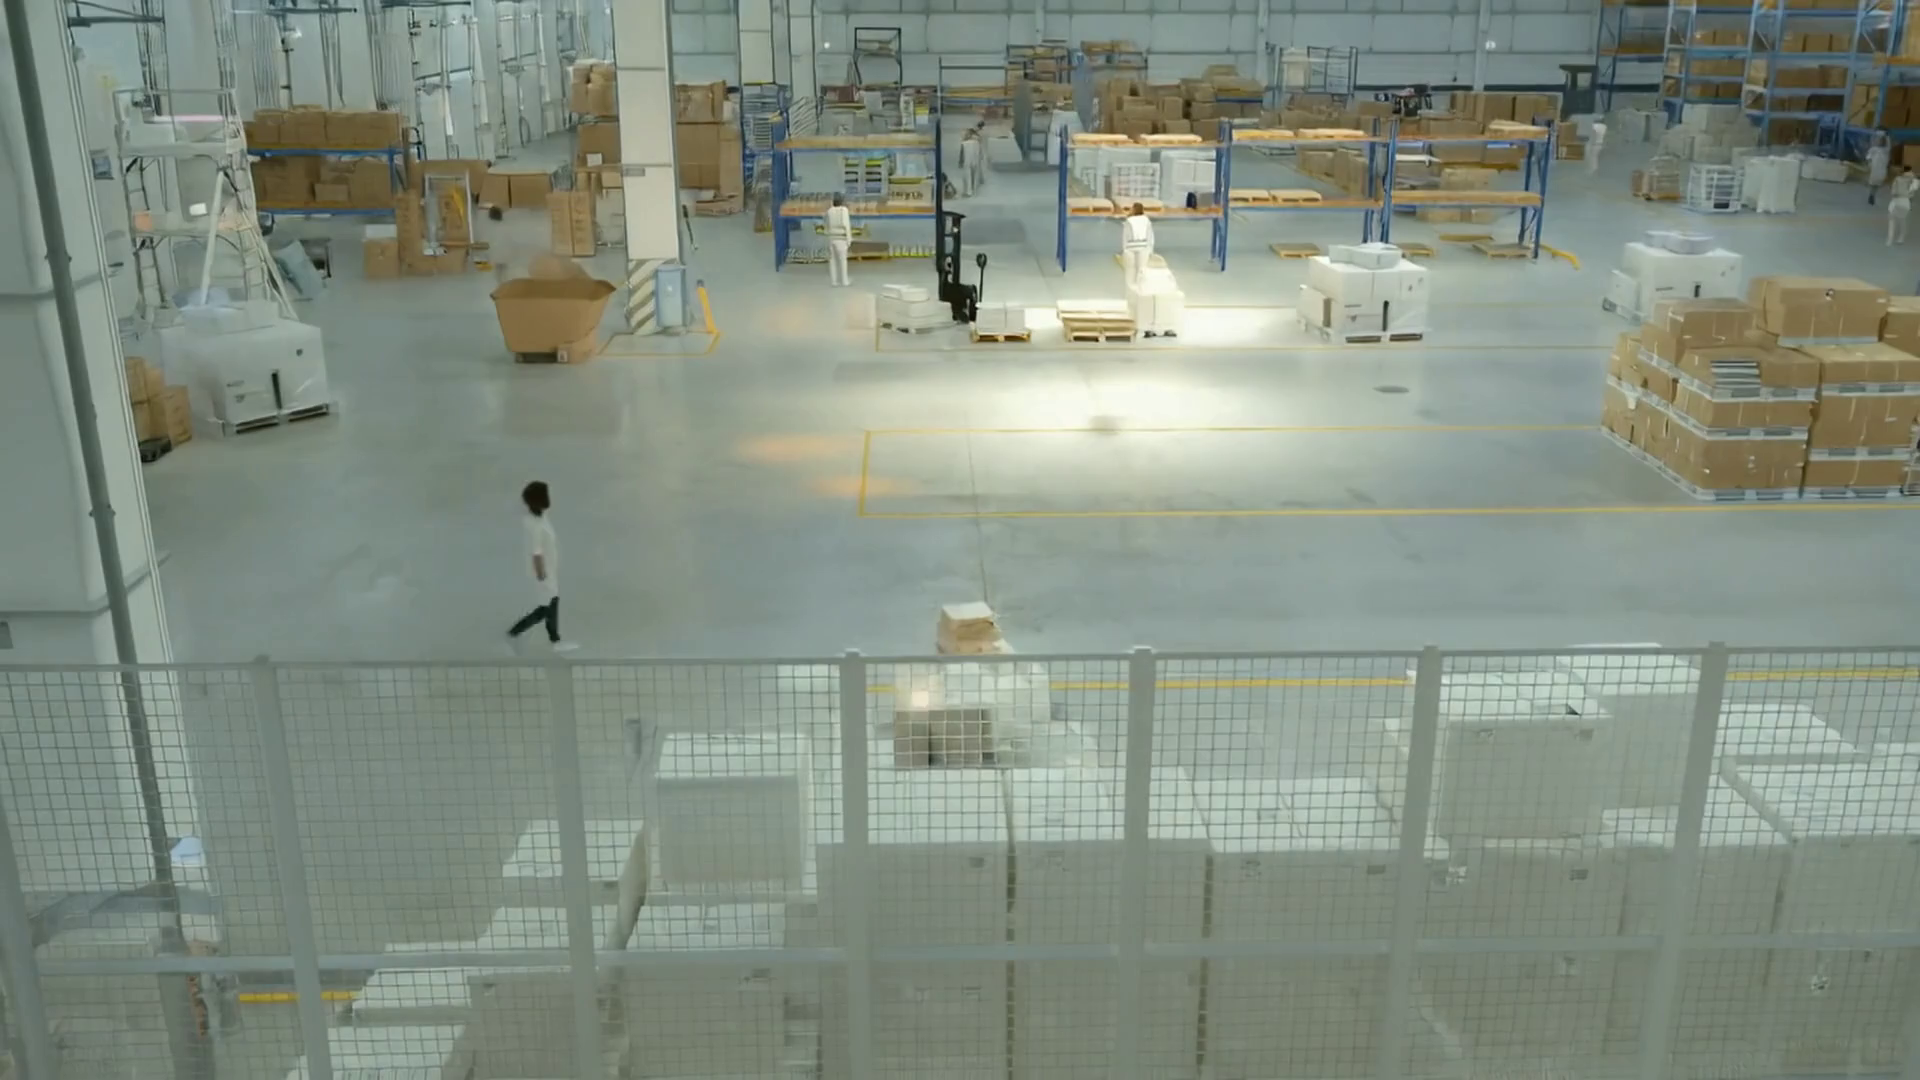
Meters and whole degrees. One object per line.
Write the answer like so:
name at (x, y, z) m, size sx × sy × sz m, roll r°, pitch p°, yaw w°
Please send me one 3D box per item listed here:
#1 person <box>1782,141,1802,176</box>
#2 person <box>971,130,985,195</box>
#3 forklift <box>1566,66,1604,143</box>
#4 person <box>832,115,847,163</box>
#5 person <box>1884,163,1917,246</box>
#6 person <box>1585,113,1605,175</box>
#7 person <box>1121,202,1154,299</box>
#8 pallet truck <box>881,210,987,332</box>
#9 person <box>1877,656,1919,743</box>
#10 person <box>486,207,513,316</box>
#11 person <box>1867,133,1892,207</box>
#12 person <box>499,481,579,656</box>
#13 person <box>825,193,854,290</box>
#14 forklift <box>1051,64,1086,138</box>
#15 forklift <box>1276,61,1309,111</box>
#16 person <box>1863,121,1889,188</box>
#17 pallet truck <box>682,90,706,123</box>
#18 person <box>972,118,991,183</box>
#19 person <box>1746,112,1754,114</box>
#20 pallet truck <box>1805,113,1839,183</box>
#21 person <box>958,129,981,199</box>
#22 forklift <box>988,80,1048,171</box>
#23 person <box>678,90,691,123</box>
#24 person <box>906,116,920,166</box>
person at (22.847, -10.162, 45.882) m, size 0.538 × 1.674 × 0.689 m, roll 3°, pitch 19°, yaw 8°
person at (0.471, -10.710, 47.271) m, size 0.539 × 1.822 × 0.564 m, roll -6°, pitch 20°, yaw -18°
forklift at (23.327, -16.364, 62.415) m, size 1.129 × 2.768 × 1.873 m, roll -3°, pitch 19°, yaw -7°
person at (-4.025, -13.352, 55.470) m, size 0.521 × 1.570 × 0.881 m, roll -5°, pitch 19°, yaw -16°
person at (21.713, -7.743, 38.365) m, size 0.712 × 1.904 × 0.550 m, roll -17°, pitch 25°, yaw -41°
person at (19.937, -12.410, 52.193) m, size 0.628 × 1.898 × 0.441 m, roll -11°, pitch 21°, yaw -29°
person at (3.401, -5.563, 31.998) m, size 0.624 × 1.835 × 0.431 m, roll -1°, pitch 19°, yaw -3°
pallet truck at (-0.493, -4.759, 29.349) m, size 1.885 × 1.965 × 0.823 m, roll -13°, pitch 23°, yaw -34°
person at (6.187, 1.560, 10.802) m, size 0.533 × 1.868 × 0.310 m, roll 3°, pitch 19°, yaw 8°
person at (-8.370, -5.130, 30.484) m, size 0.747 × 1.977 × 0.622 m, roll -16°, pitch 24°, yaw -39°
person at (24.872, -10.012, 45.003) m, size 0.638 × 1.949 × 0.424 m, roll 0°, pitch 19°, yaw 1°
person at (-3.818, 0.278, 14.901) m, size 0.599 × 1.678 × 0.535 m, roll -3°, pitch 19°, yaw -10°
person at (-2.391, -5.903, 32.921) m, size 0.573 × 1.883 × 0.356 m, roll 13°, pitch 22°, yaw 33°
forklift at (4.475, -16.592, 63.094) m, size 1.873 × 2.768 × 1.129 m, roll -3°, pitch 19°, yaw -8°
forklift at (13.228, -17.502, 65.791) m, size 1.129 × 2.768 × 1.873 m, roll -1°, pitch 19°, yaw -1°
person at (27.004, -11.352, 48.998) m, size 0.372 × 1.940 × 0.629 m, roll -11°, pitch 22°, yaw -30°
pallet truck at (-9.671, -15.907, 62.421) m, size 0.823 × 1.965 × 1.885 m, roll 5°, pitch 19°, yaw 15°
person at (0.652, -11.711, 50.099) m, size 0.629 × 1.925 × 0.480 m, roll -6°, pitch 20°, yaw -18°
person at (29.063, -15.523, 61.326) m, size 0.675 × 1.977 × 0.628 m, roll 1°, pitch 19°, yaw 3°
pallet truck at (26.403, -11.957, 50.702) m, size 0.823 × 1.965 × 1.885 m, roll 6°, pitch 19°, yaw 16°
person at (0.265, -10.515, 46.557) m, size 0.650 × 1.928 × 0.428 m, roll 2°, pitch 19°, yaw 6°
forklift at (1.865, -13.266, 53.226) m, size 1.873 × 2.768 × 1.129 m, roll 0°, pitch 19°, yaw -1°
person at (-10.477, -16.211, 63.451) m, size 0.577 × 1.914 × 0.568 m, roll 10°, pitch 21°, yaw 28°
person at (-1.502, -12.758, 53.489) m, size 0.480 × 1.733 × 0.333 m, roll -6°, pitch 20°, yaw -17°
